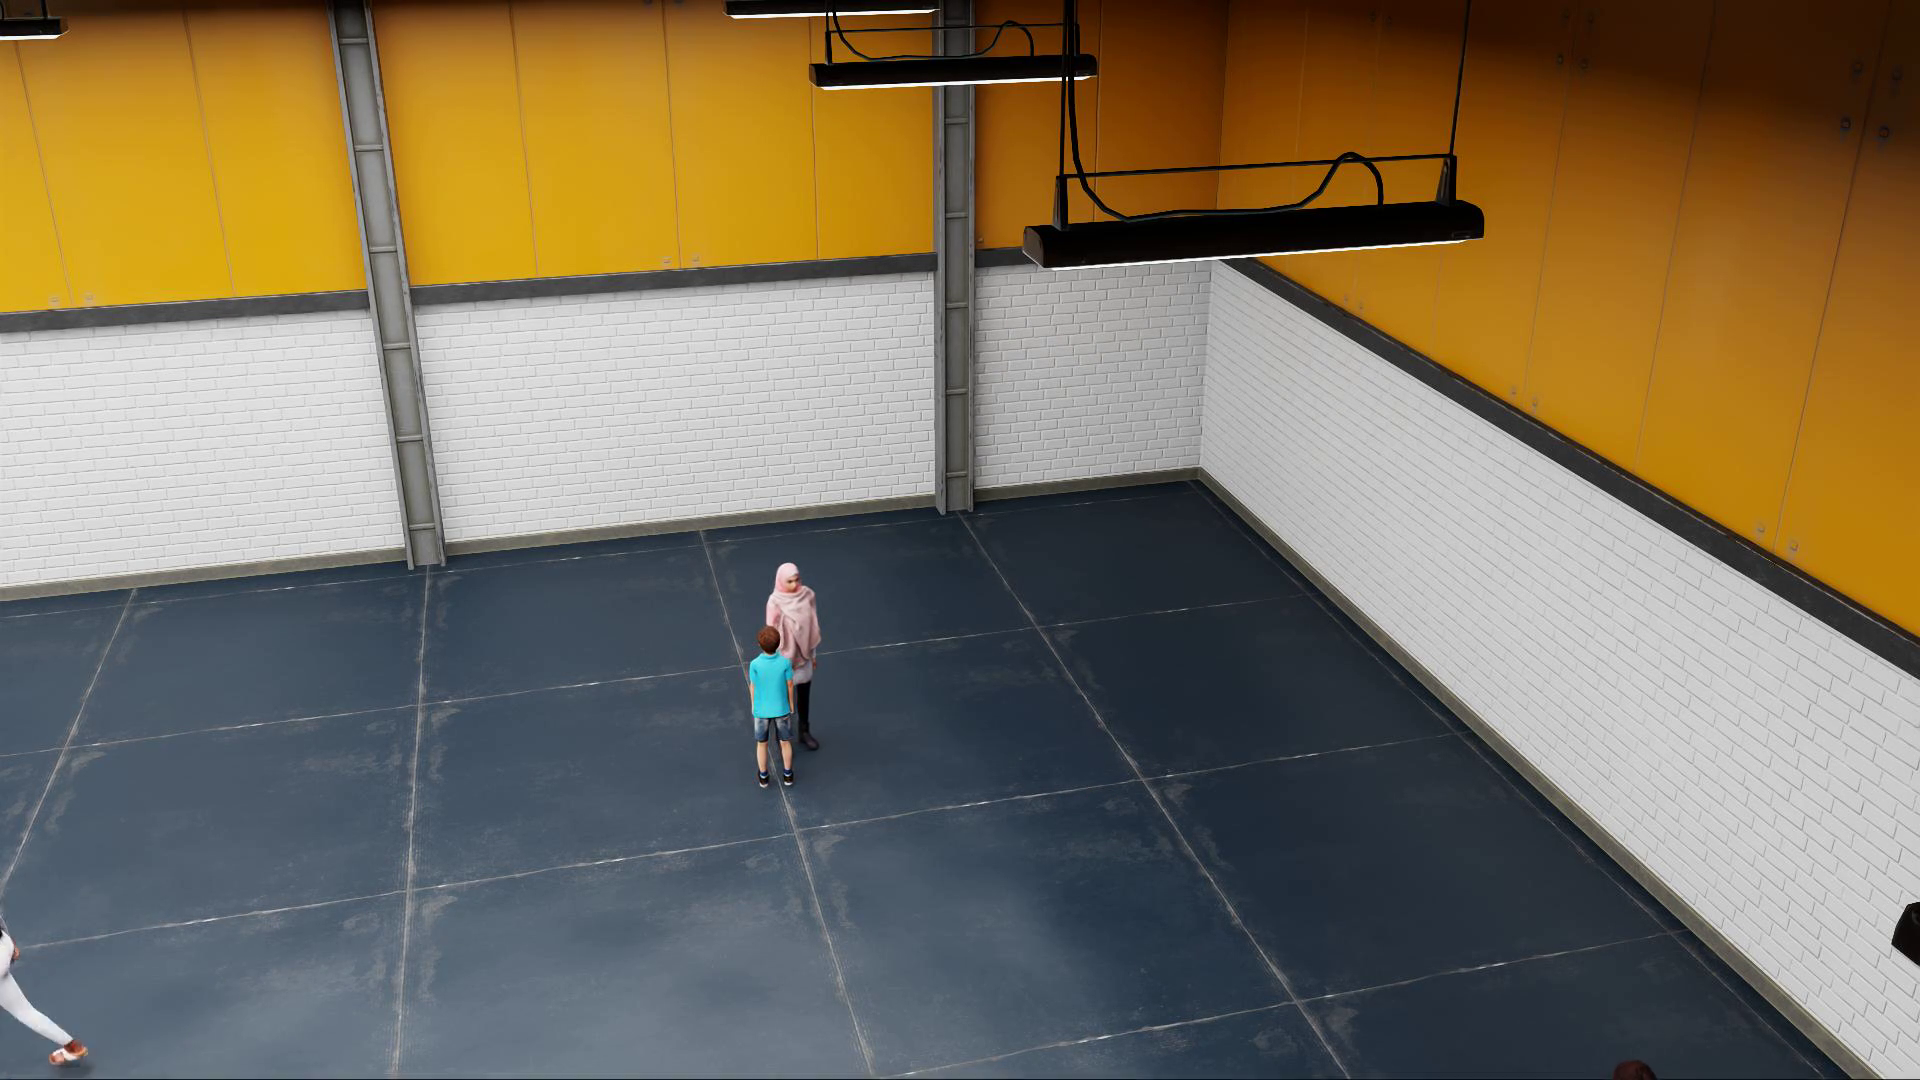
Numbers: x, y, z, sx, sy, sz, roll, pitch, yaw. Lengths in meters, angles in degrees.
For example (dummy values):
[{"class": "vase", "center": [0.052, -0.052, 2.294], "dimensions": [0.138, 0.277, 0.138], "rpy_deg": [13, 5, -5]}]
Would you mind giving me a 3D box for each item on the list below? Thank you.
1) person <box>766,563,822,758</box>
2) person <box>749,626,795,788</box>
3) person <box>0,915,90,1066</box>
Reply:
[{"class": "person", "center": [-1.443, 1.017, 14.291], "dimensions": [0.630, 1.800, 0.759], "rpy_deg": [-17, 29, -34]}, {"class": "person", "center": [-1.573, 1.386, 13.885], "dimensions": [0.434, 1.448, 0.579], "rpy_deg": [-5, 24, -11]}, {"class": "person", "center": [-6.069, 2.712, 10.558], "dimensions": [1.084, 1.684, 0.624], "rpy_deg": [-4, 24, -9]}]
